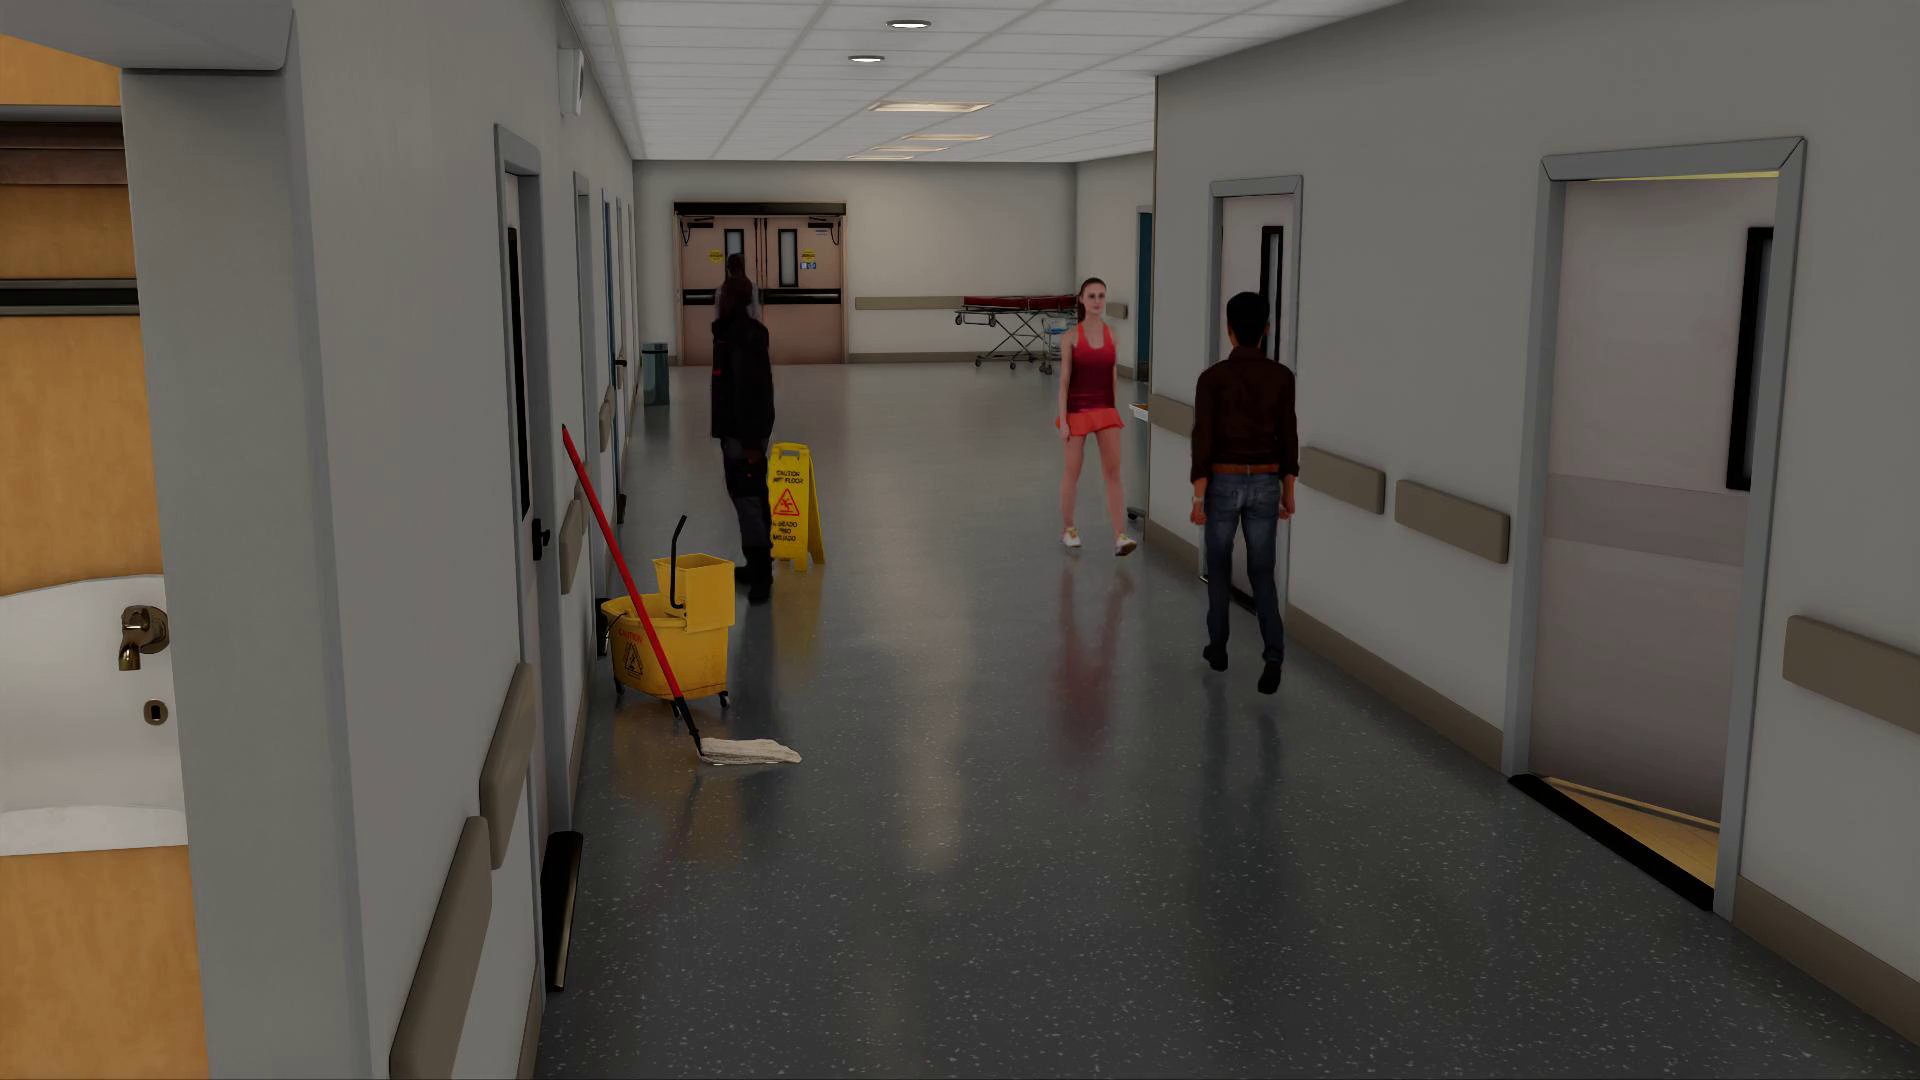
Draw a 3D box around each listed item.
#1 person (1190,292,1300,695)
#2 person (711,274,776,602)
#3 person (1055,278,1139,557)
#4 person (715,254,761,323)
[{"bbox_3d":[1.276,-0.174,7.313,0.713,1.745,1.148,-1,11,-5],"label":"person"},{"bbox_3d":[-1.168,-0.591,9.398,0.964,1.786,0.541,-4,11,-20],"label":"person"},{"bbox_3d":[0.786,-0.762,10.497,0.643,1.713,1.117,-3,11,-15],"label":"person"},{"bbox_3d":[-2.293,-2.067,17.239,0.708,1.763,0.929,0,11,-2],"label":"person"}]
